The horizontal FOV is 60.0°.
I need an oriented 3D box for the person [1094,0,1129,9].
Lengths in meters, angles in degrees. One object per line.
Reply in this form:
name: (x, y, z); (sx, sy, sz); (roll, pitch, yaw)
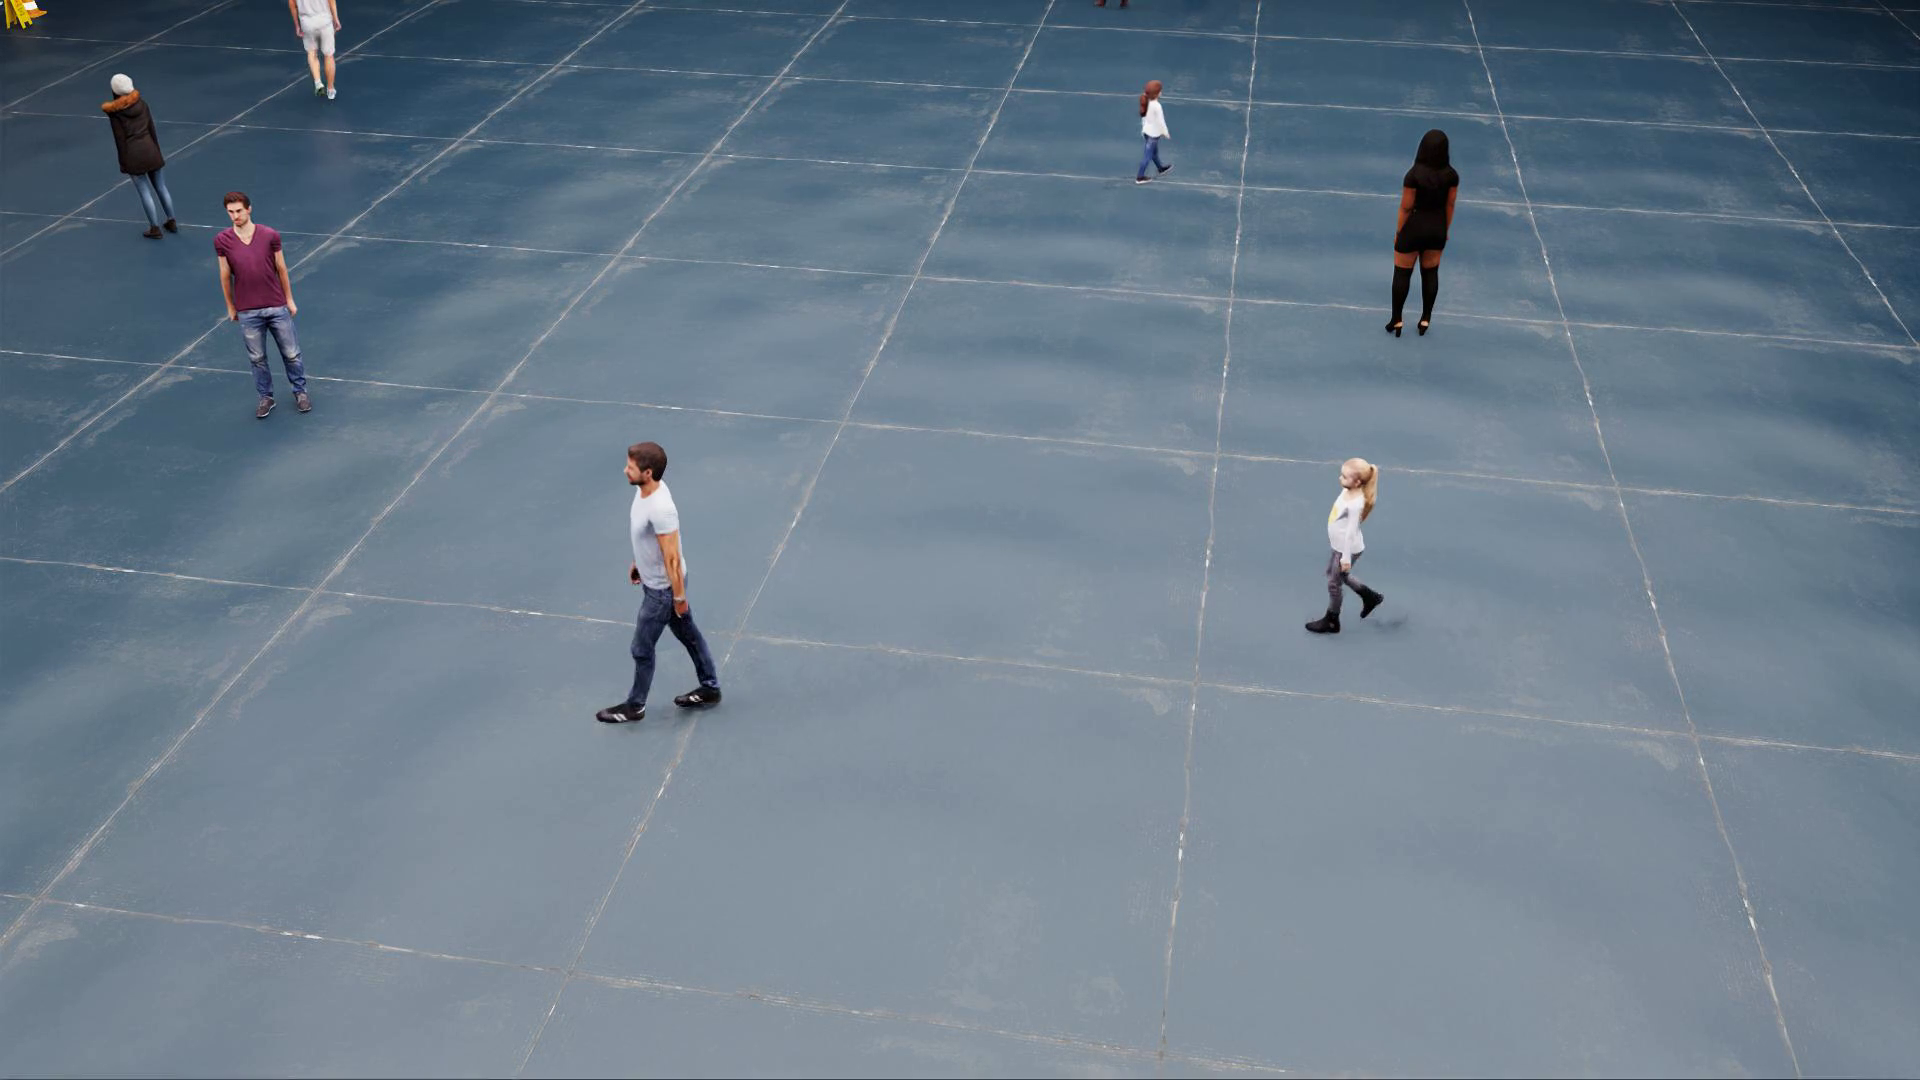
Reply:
person: (2.223, -8.181, 23.962); (0.762, 1.011, 0.516); (12, 34, 18)

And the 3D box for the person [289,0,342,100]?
person: (-7.777, -6.231, 20.090); (0.807, 1.843, 0.890); (-10, 34, -15)

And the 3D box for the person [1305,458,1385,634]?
person: (2.543, 0.045, 10.681); (0.738, 1.267, 0.533); (2, 32, 3)

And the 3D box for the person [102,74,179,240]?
person: (-8.089, -3.793, 16.423); (0.721, 1.633, 0.712); (19, 37, 28)

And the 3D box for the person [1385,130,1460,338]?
person: (3.998, -2.649, 14.400); (0.613, 1.856, 0.754); (-2, 32, -3)

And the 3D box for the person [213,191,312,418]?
person: (-5.543, -1.885, 13.191); (0.665, 1.854, 0.803); (-10, 33, -15)

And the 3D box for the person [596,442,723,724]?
person: (-1.654, 0.247, 9.828); (1.111, 1.836, 0.919); (-8, 33, -13)

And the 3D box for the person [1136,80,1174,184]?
person: (2.020, -4.369, 17.842); (0.785, 1.092, 0.657); (-12, 34, -19)
